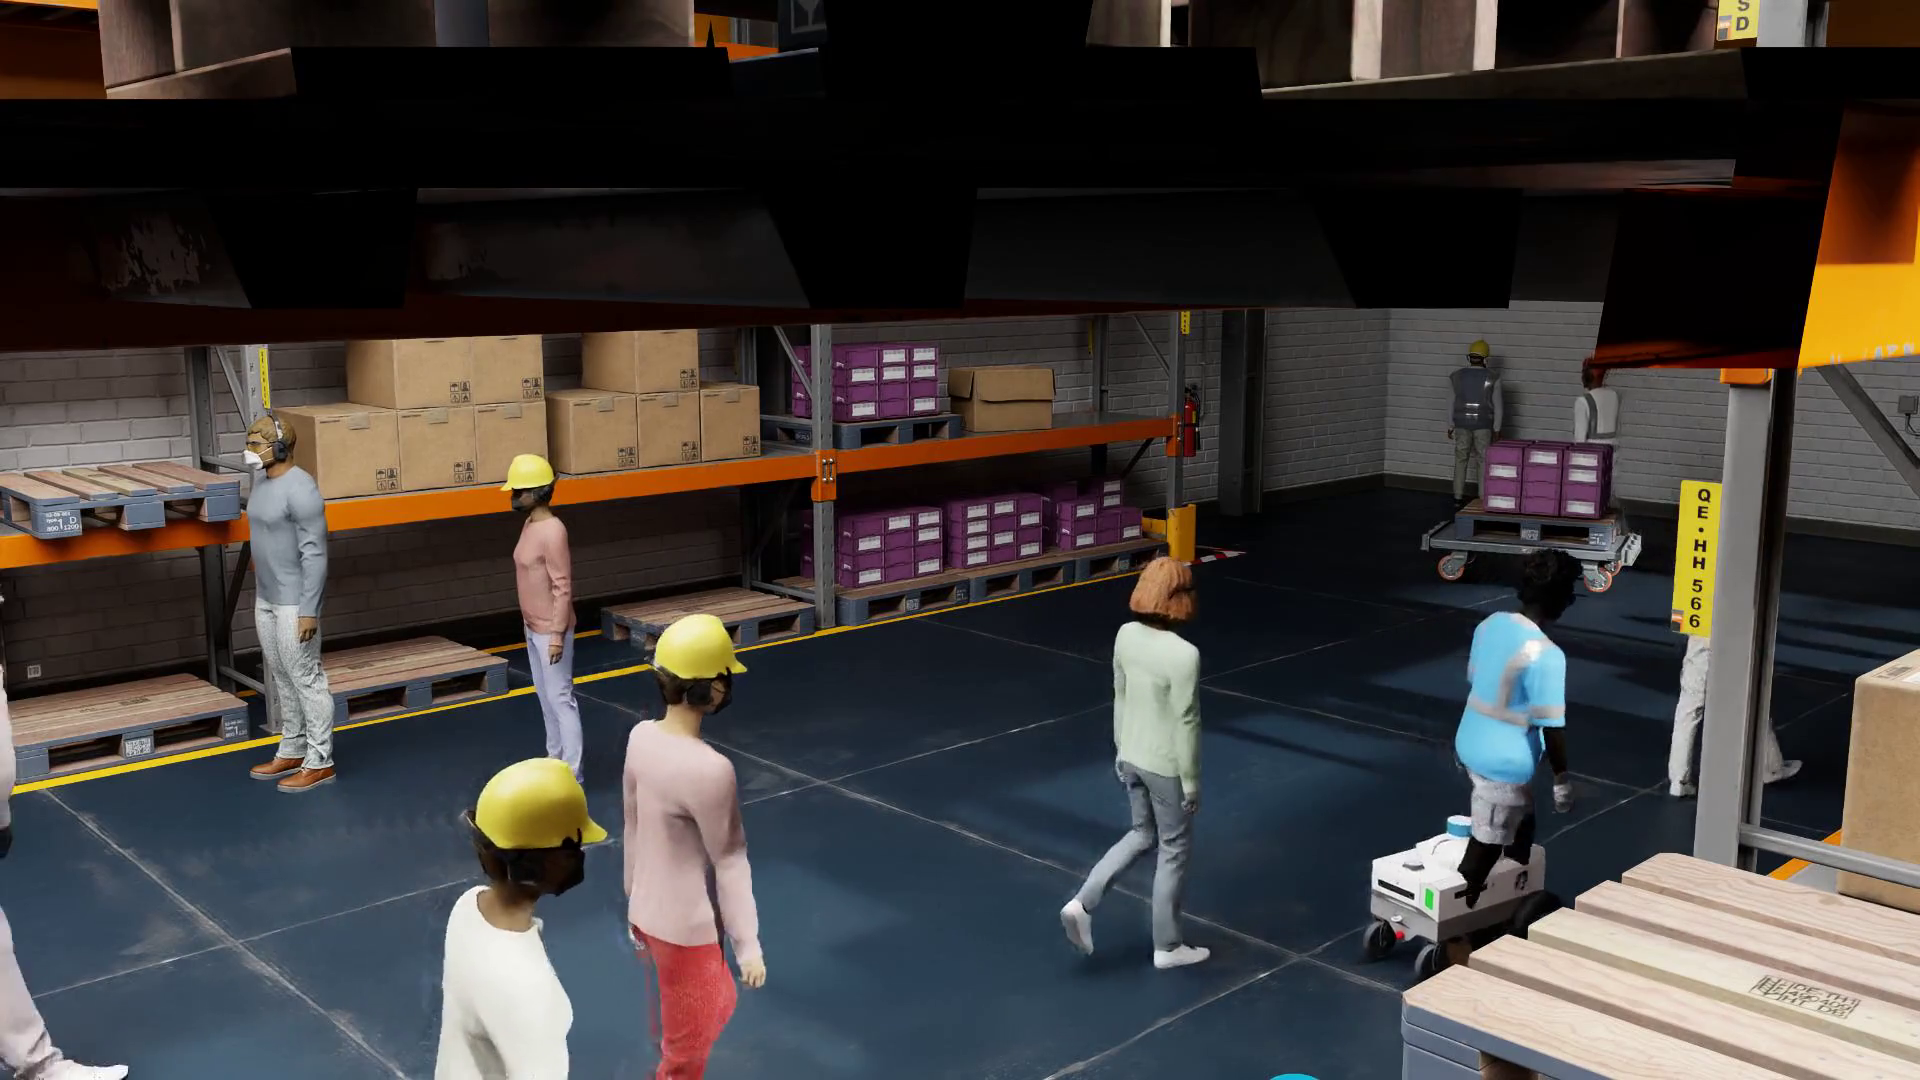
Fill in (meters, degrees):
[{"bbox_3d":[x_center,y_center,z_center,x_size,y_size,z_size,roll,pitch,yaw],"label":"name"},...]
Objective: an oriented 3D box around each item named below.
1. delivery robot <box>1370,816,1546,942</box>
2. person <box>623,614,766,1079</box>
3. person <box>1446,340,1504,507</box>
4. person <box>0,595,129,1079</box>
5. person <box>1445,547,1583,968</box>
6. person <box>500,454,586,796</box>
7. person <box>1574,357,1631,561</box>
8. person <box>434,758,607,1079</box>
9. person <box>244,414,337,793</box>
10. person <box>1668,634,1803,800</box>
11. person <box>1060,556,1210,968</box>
[{"bbox_3d":[1.941,1.320,6.482,0.707,0.478,0.477,-6,11,-32],"label":"delivery robot"},{"bbox_3d":[-0.757,1.077,4.682,0.400,1.755,0.524,-6,11,-30],"label":"person"},{"bbox_3d":[5.609,-1.259,18.118,0.596,1.831,0.403,6,11,30],"label":"person"},{"bbox_3d":[-3.273,0.935,5.260,1.005,1.858,0.691,-2,10,-13],"label":"person"},{"bbox_3d":[2.137,0.846,6.277,0.694,1.655,0.554,-1,10,-3],"label":"person"},{"bbox_3d":[-2.101,0.446,8.341,0.330,1.765,0.533,-5,11,-29],"label":"person"},{"bbox_3d":[5.733,-0.732,15.001,0.585,1.851,0.931,-4,11,-23],"label":"person"},{"bbox_3d":[-0.857,1.294,3.479,0.870,1.722,0.538,-4,11,-24],"label":"person"},{"bbox_3d":[-3.465,0.320,8.560,0.635,1.938,0.360,9,14,44],"label":"person"},{"bbox_3d":[3.929,0.512,8.419,0.860,1.591,0.538,-5,11,-28],"label":"person"},{"bbox_3d":[0.690,0.864,6.305,0.536,1.622,0.499,-5,11,-27],"label":"person"}]
